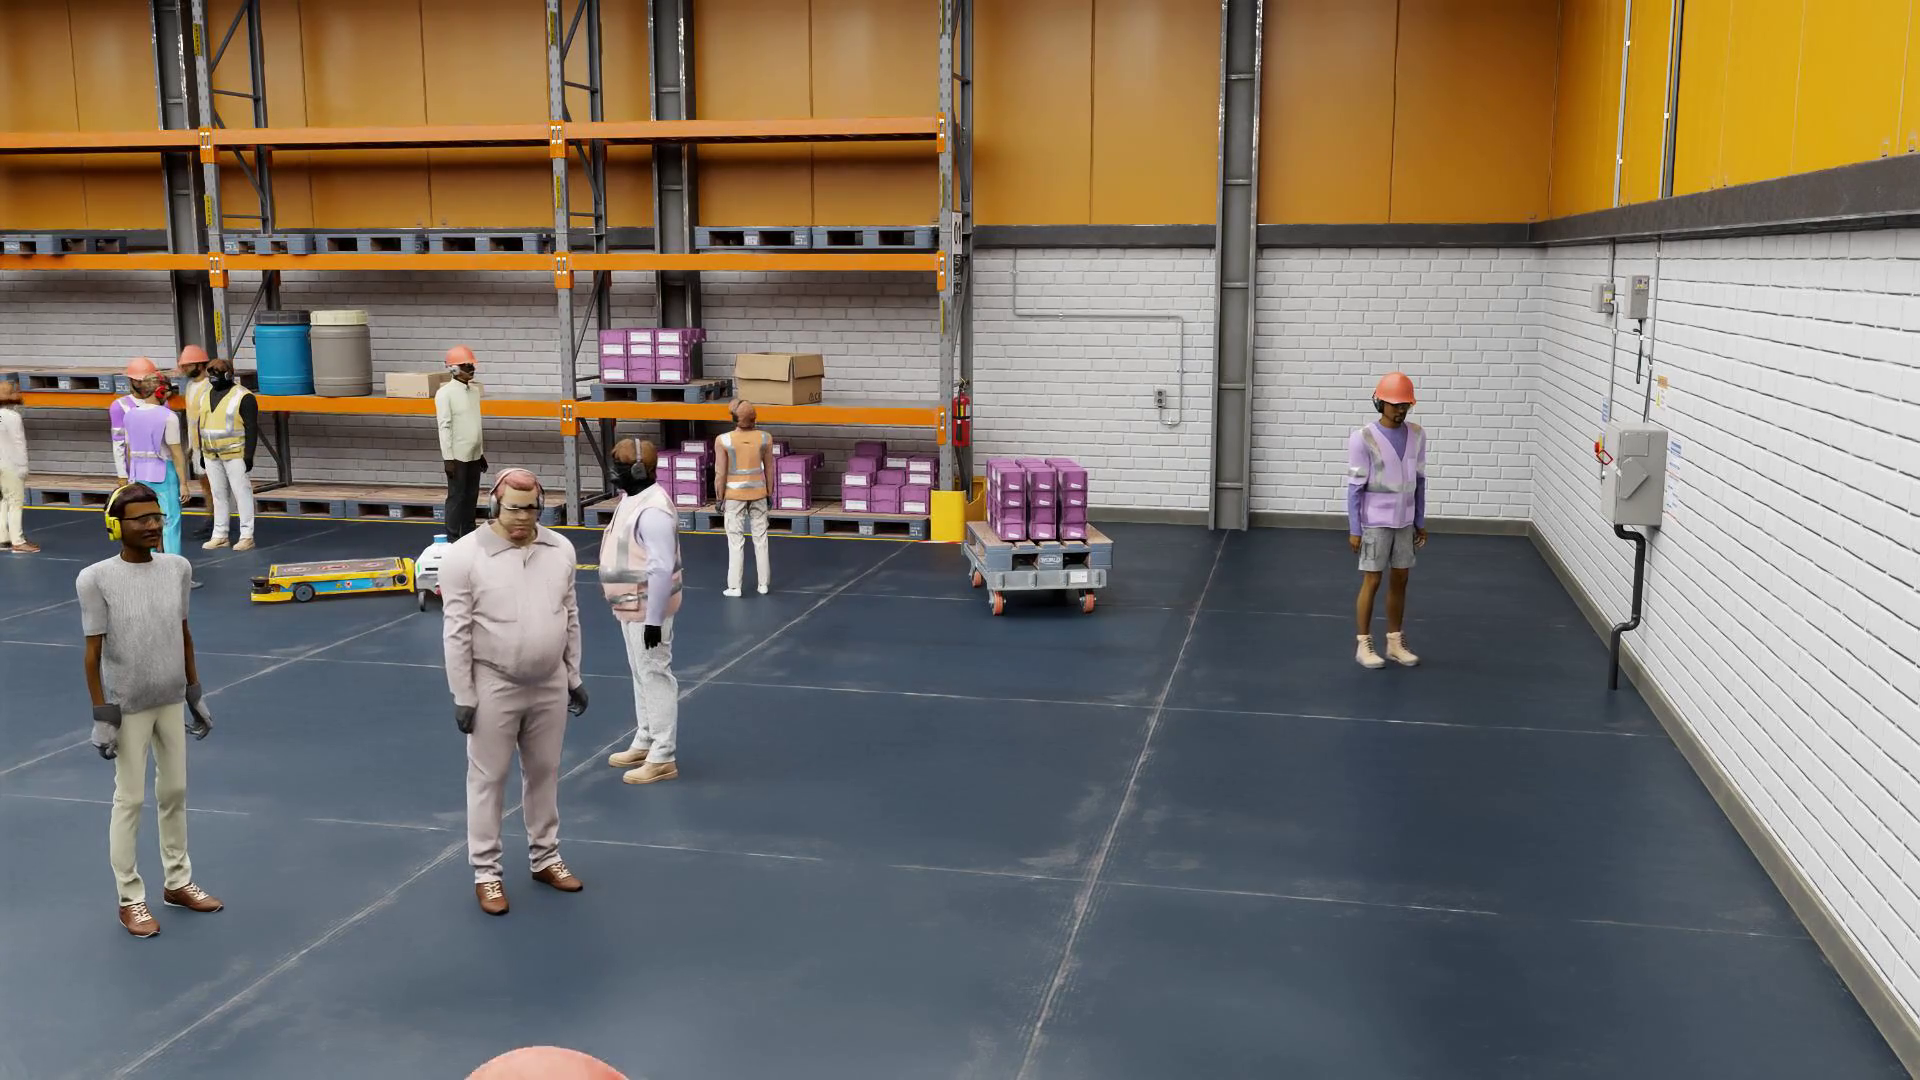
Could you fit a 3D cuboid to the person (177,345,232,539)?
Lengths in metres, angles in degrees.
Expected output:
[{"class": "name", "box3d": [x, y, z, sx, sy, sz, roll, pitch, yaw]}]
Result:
[{"class": "person", "box3d": [-7.558, -0.978, 16.605, 0.551, 1.935, 0.372, 7, 12, 36]}]

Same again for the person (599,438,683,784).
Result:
[{"class": "person", "box3d": [-1.703, 0.372, 8.892, 0.430, 1.845, 0.621, -4, 10, -21]}]

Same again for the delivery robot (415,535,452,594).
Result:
[{"class": "delivery robot", "box3d": [-4.185, 0.200, 13.435, 0.477, 0.478, 0.707, -2, 10, -11]}]

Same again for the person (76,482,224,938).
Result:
[{"class": "person", "box3d": [-3.367, 0.688, 6.923, 0.328, 1.876, 0.514, 5, 11, 28]}]

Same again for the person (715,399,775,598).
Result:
[{"class": "person", "box3d": [-1.768, -0.340, 13.691, 0.523, 1.645, 0.306, -5, 11, -27]}]

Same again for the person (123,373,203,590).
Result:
[{"class": "person", "box3d": [-6.706, -0.473, 13.909, 0.562, 1.838, 0.390, 3, 10, 20]}]

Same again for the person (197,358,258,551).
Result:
[{"class": "person", "box3d": [-7.027, -0.815, 15.922, 0.620, 1.845, 0.430, 3, 10, 15]}]

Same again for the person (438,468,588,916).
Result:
[{"class": "person", "box3d": [-1.894, 0.634, 7.175, 0.637, 1.901, 0.403, -9, 13, -42]}]

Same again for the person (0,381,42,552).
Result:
[{"class": "person", "box3d": [-9.022, -0.687, 15.810, 0.537, 1.628, 0.296, 8, 12, 39]}]

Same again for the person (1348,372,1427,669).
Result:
[{"class": "person", "box3d": [2.921, -0.128, 11.314, 0.612, 2.029, 0.406, -4, 10, -23]}]

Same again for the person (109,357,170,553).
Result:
[{"class": "person", "box3d": [-7.108, -0.632, 14.560, 0.368, 1.933, 0.552, 5, 11, 29]}]

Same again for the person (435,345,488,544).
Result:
[{"class": "person", "box3d": [-4.551, -0.781, 15.260, 0.374, 1.997, 0.614, 3, 10, 15]}]

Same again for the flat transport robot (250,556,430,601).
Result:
[{"class": "flat transport robot", "box3d": [-5.135, 0.314, 13.880, 1.431, 0.197, 0.652, -4, 10, -21]}]

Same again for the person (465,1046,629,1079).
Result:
[{"class": "person", "box3d": [-0.368, 1.509, 1.836, 0.983, 1.963, 0.606, 3, 10, 19]}]
